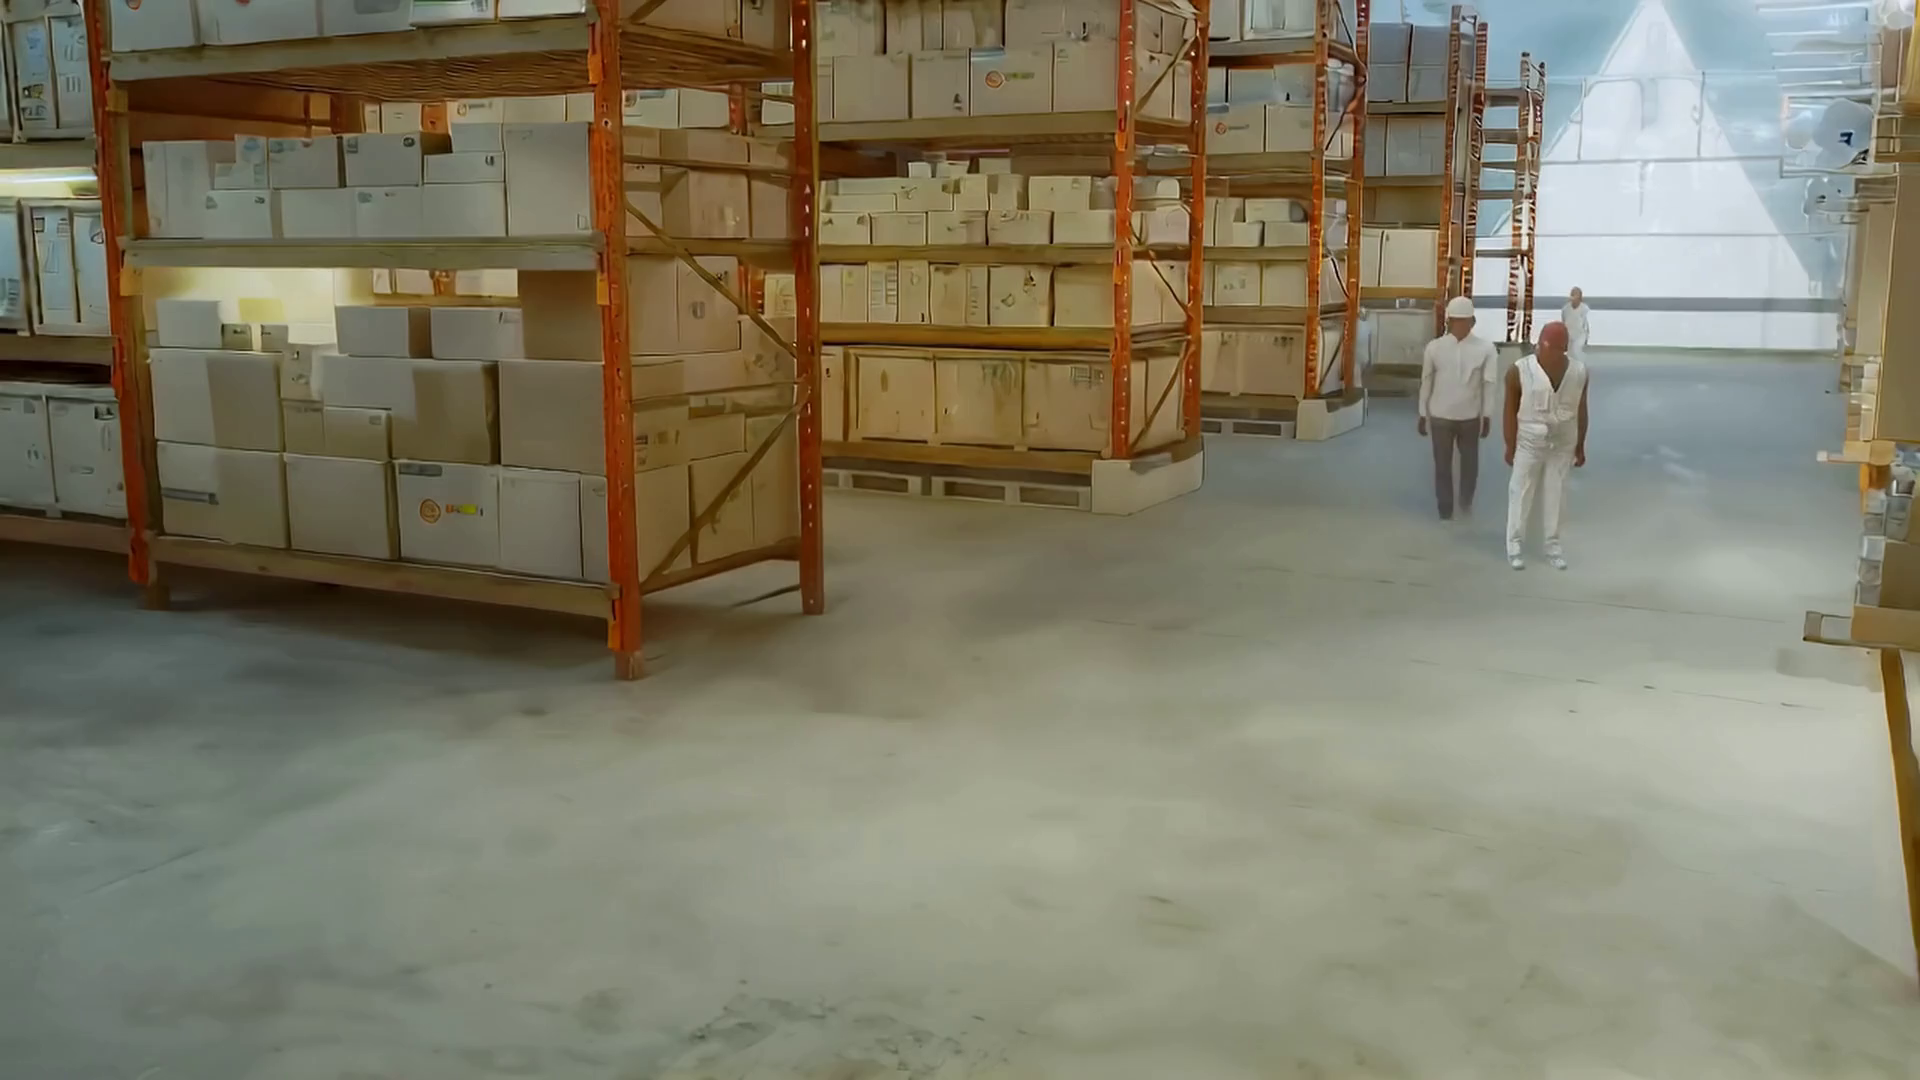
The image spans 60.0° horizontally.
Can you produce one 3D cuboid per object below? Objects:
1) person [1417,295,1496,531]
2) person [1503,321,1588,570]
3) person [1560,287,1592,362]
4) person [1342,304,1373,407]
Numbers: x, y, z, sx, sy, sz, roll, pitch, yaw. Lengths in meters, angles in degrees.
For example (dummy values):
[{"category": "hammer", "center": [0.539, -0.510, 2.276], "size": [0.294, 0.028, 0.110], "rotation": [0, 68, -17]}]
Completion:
[{"category": "person", "center": [4.153, -1.055, 13.962], "size": [0.618, 1.978, 0.428], "rotation": [3, 10, 18]}, {"category": "person", "center": [4.310, -0.687, 12.244], "size": [0.619, 1.839, 0.430], "rotation": [0, 10, -1]}, {"category": "person", "center": [10.782, -3.572, 29.252], "size": [0.592, 1.719, 0.725], "rotation": [7, 12, 37]}, {"category": "person", "center": [5.633, -2.524, 23.496], "size": [0.524, 1.618, 0.550], "rotation": [-4, 11, -24]}]
